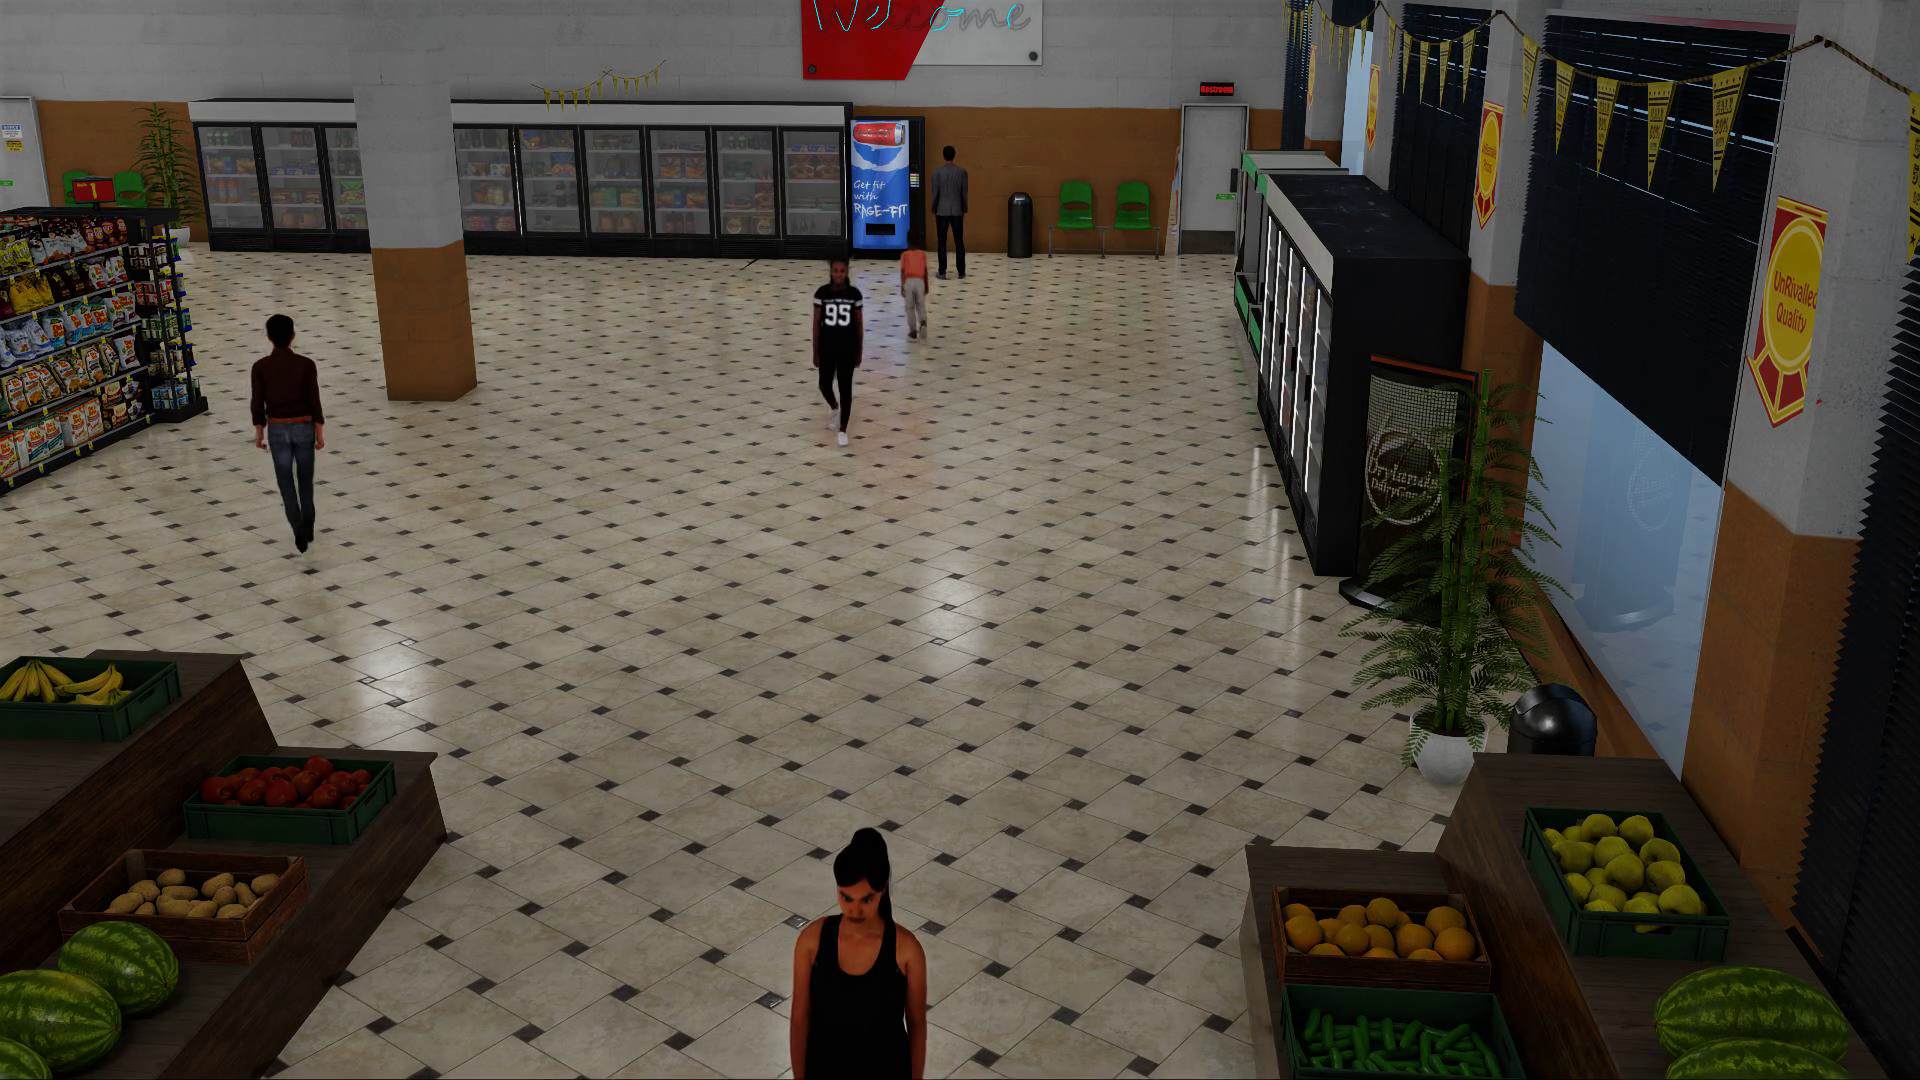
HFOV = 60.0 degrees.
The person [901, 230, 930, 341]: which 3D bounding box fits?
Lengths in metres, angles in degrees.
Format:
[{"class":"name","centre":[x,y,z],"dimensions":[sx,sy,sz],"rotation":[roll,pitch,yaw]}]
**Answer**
[{"class":"person","centre":[-0.533,-2.994,19.636],"dimensions":[0.605,1.299,0.762],"rotation":[-4,19,-11]}]

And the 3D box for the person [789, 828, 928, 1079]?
[{"class":"person","centre":[-0.310,1.670,5.220],"dimensions":[0.579,1.673,0.507],"rotation":[1,19,2]}]

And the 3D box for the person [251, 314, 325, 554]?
[{"class":"person","centre":[-4.937,-0.758,12.283],"dimensions":[0.955,1.761,1.144],"rotation":[-8,20,-22]}]

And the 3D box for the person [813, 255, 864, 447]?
[{"class":"person","centre":[-1.121,-1.752,15.297],"dimensions":[0.692,1.718,0.849],"rotation":[-1,19,-4]}]

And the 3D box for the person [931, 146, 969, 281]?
[{"class":"person","centre":[-0.147,-4.672,23.718],"dimensions":[0.726,1.872,0.662],"rotation":[-2,19,-7]}]
